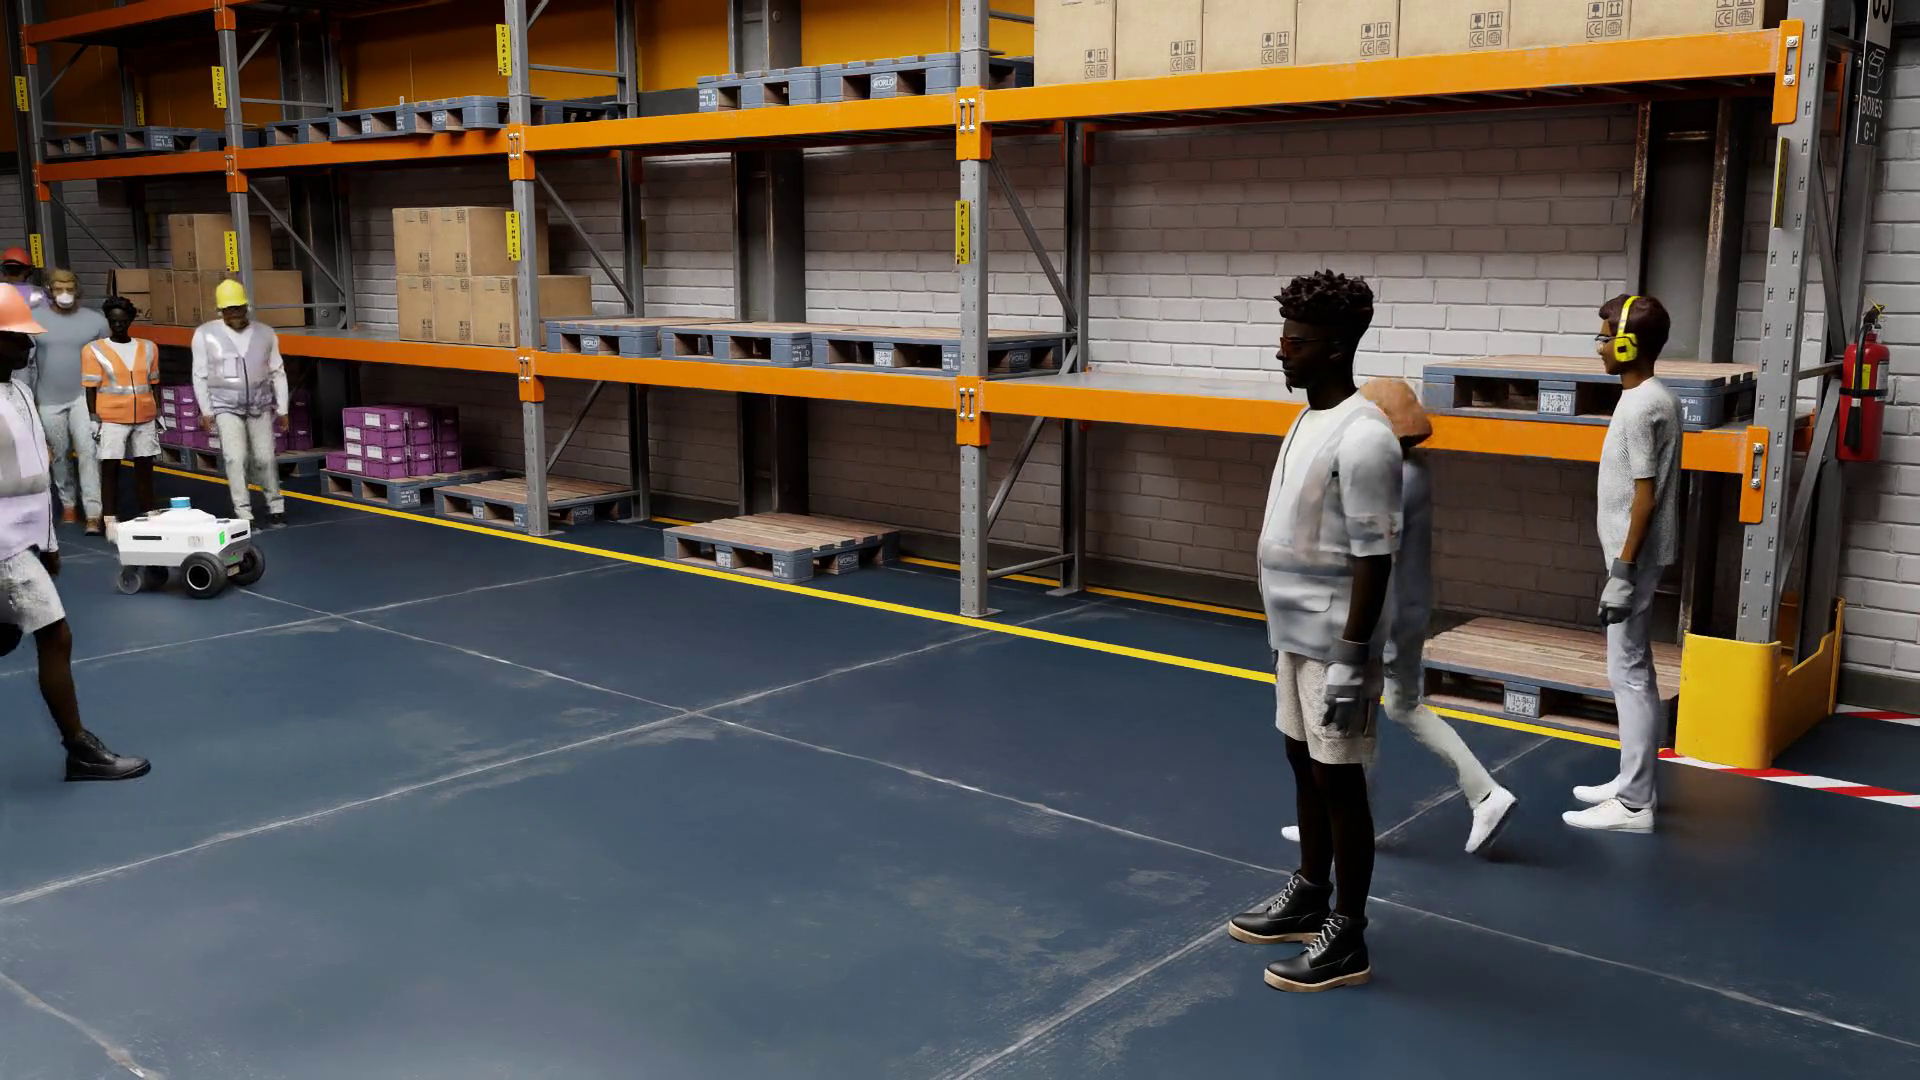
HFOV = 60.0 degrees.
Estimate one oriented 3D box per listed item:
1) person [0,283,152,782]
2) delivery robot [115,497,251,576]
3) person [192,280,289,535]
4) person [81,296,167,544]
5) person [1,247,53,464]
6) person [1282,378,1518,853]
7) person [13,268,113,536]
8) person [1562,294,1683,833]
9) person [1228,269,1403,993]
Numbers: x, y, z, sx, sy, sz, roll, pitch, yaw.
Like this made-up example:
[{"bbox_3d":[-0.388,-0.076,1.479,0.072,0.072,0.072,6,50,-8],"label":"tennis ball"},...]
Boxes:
[{"bbox_3d":[-3.633,-0.007,6.229,0.932,1.907,0.553,-1,10,-8],"label":"person"},{"bbox_3d":[-4.573,-0.009,9.791,0.707,0.478,0.477,1,10,7],"label":"delivery robot"},{"bbox_3d":[-5.084,-0.934,11.790,0.632,1.796,0.432,-8,13,-38],"label":"person"},{"bbox_3d":[-5.761,-0.831,11.496,0.316,1.693,0.540,8,13,40],"label":"person"},{"bbox_3d":[-8.768,-1.720,15.605,0.608,2.033,0.410,-2,10,-10],"label":"person"},{"bbox_3d":[1.477,0.267,5.488,0.686,1.605,0.487,6,12,33],"label":"person"},{"bbox_3d":[-6.396,-1.000,11.937,0.646,1.893,1.031,-5,11,-25],"label":"person"},{"bbox_3d":[2.321,0.089,5.779,0.313,1.864,0.530,5,11,28],"label":"person"},{"bbox_3d":[0.993,0.248,4.580,0.364,1.965,0.610,-1,10,-6],"label":"person"}]
